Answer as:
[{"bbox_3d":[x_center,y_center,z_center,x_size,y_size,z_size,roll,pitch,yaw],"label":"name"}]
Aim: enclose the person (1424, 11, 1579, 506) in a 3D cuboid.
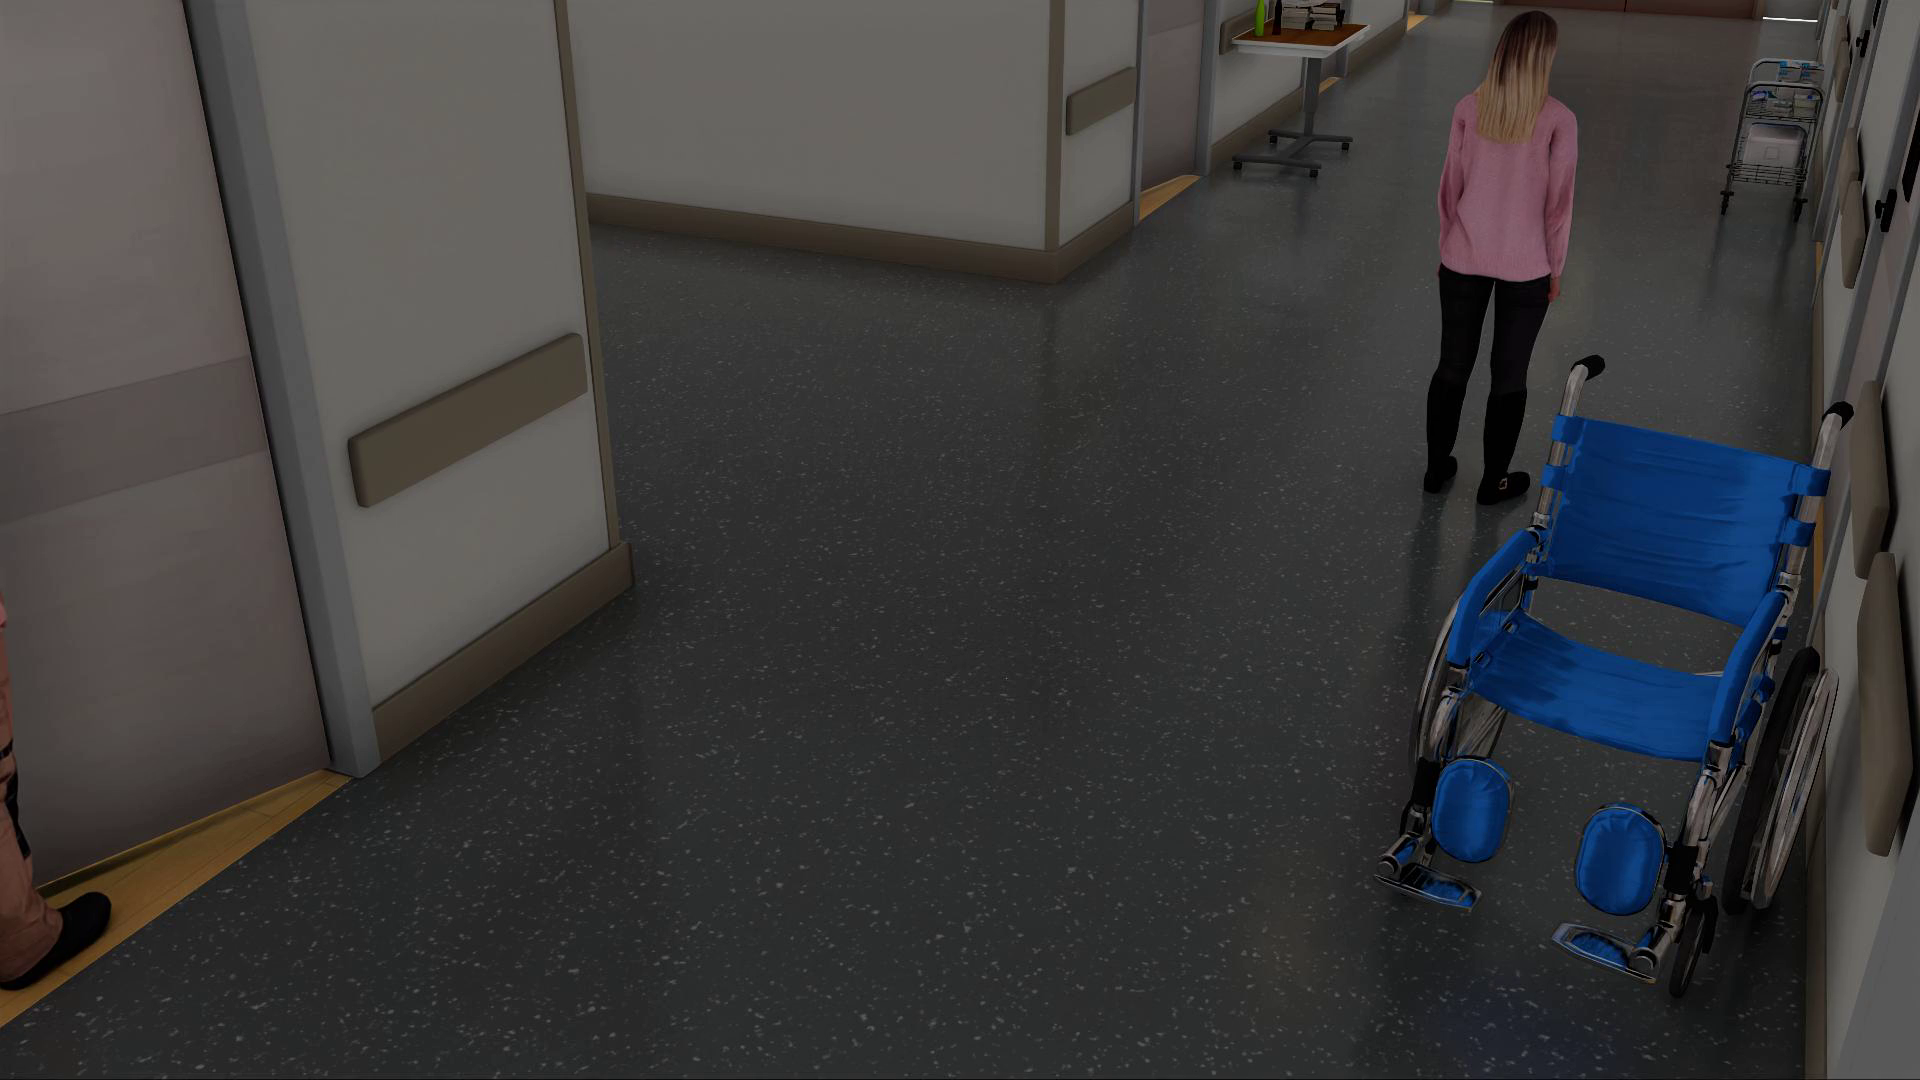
[{"bbox_3d":[1.845,-0.952,5.732,0.648,1.687,0.610,19,31,34],"label":"person"}]
